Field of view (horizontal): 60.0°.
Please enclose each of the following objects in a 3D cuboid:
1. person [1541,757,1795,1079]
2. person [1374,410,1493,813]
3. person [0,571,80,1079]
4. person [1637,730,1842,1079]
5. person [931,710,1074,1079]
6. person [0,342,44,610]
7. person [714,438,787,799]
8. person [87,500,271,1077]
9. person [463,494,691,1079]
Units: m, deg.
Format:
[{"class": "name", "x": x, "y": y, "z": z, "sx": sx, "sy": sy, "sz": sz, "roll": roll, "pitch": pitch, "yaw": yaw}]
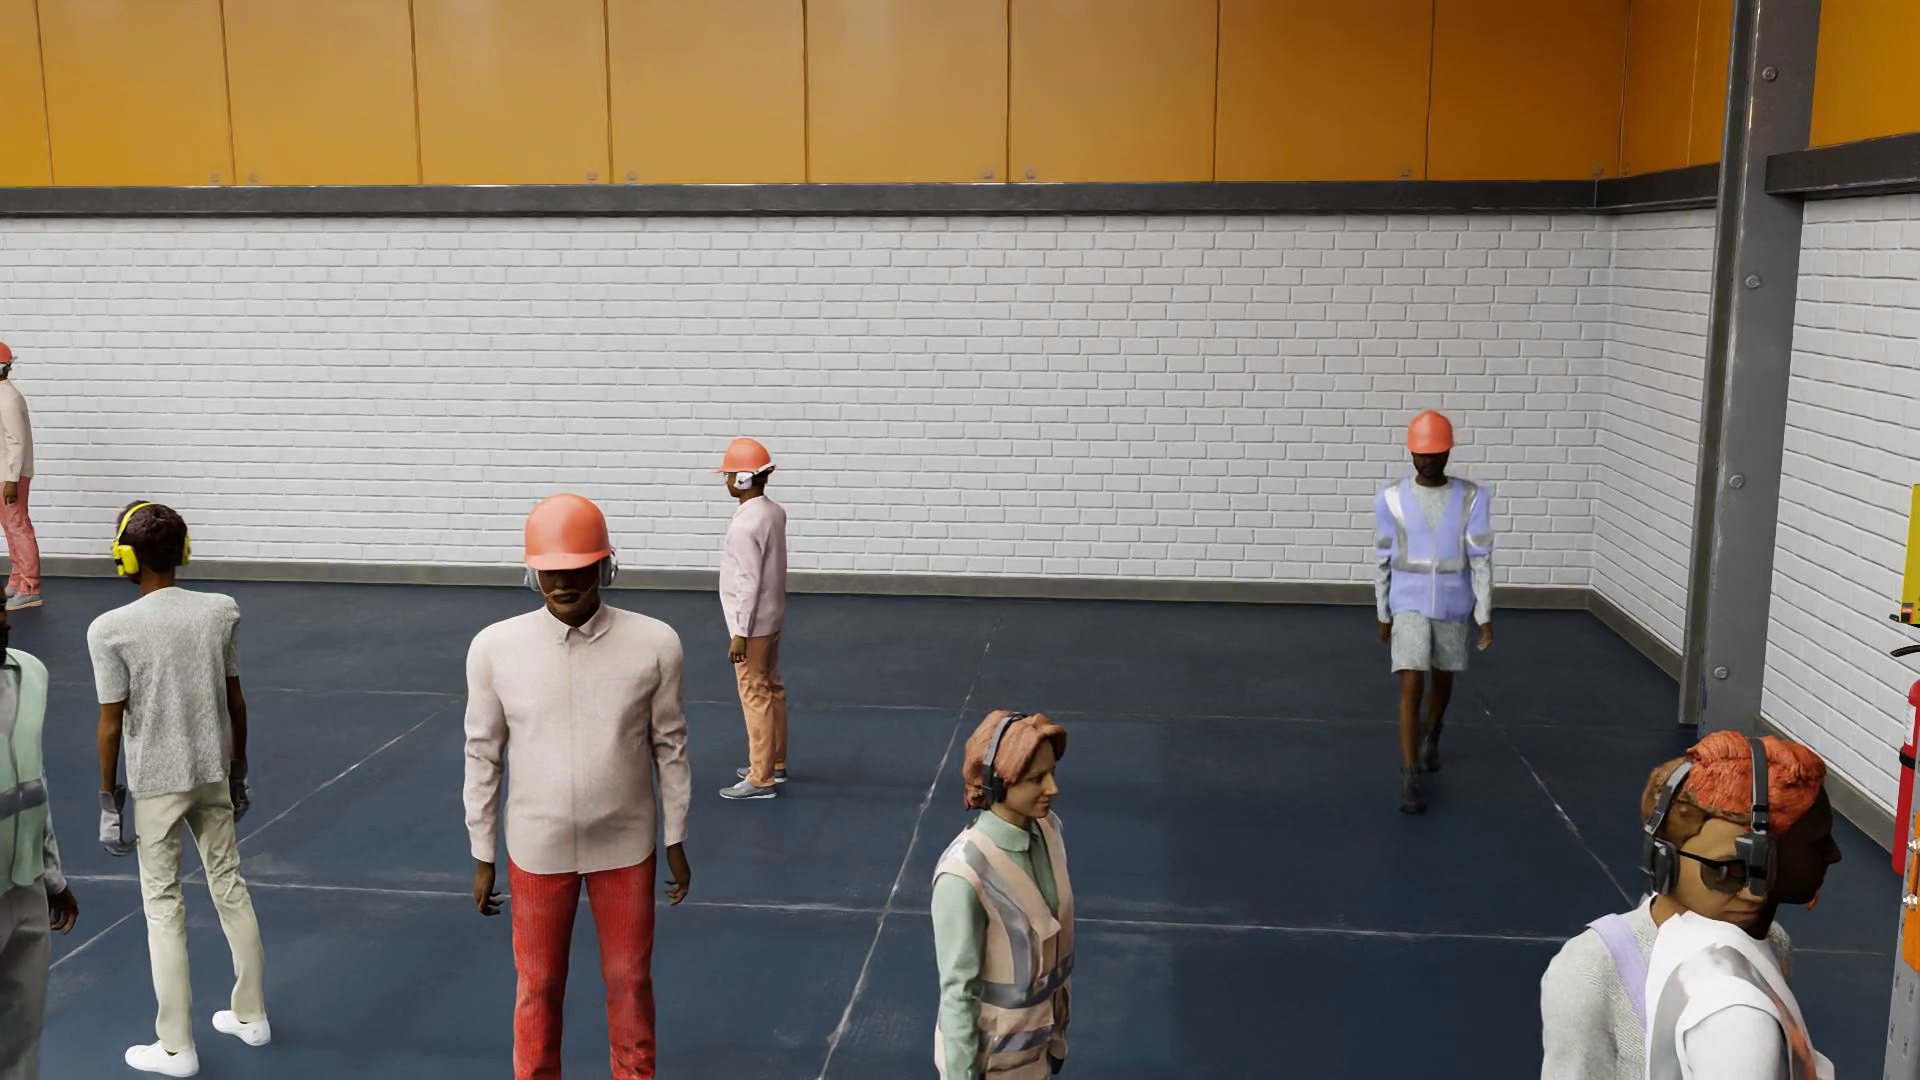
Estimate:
[{"class": "person", "x": 1.190, "y": 1.246, "z": 2.838, "sx": 0.517, "sy": 1.843, "sz": 0.325, "roll": -4, "pitch": 11, "yaw": -24}, {"class": "person", "x": 2.295, "y": 0.301, "z": 8.125, "sx": 0.562, "sy": 1.901, "sz": 0.963, "roll": 2, "pitch": 10, "yaw": 11}, {"class": "person", "x": -2.566, "y": 0.948, "z": 4.336, "sx": 0.374, "sy": 1.916, "sz": 0.596, "roll": 1, "pitch": 10, "yaw": 7}, {"class": "person", "x": 1.252, "y": 1.238, "z": 2.778, "sx": 0.356, "sy": 1.883, "sz": 0.573, "roll": 2, "pitch": 10, "yaw": 10}, {"class": "person", "x": 0.099, "y": 1.183, "z": 3.790, "sx": 0.311, "sy": 1.638, "sz": 0.521, "roll": 5, "pitch": 11, "yaw": 26}, {"class": "person", "x": -7.070, "y": -0.486, "z": 12.327, "sx": 0.381, "sy": 1.995, "sz": 0.611, "roll": -8, "pitch": 13, "yaw": -38}, {"class": "person", "x": -1.017, "y": 0.376, "z": 8.077, "sx": 0.333, "sy": 1.749, "sz": 0.575, "roll": 2, "pitch": 10, "yaw": 9}, {"class": "person", "x": -2.535, "y": 0.797, "z": 5.384, "sx": 0.327, "sy": 1.861, "sz": 0.507, "roll": 7, "pitch": 12, "yaw": 34}, {"class": "person", "x": -1.061, "y": 0.853, "z": 4.660, "sx": 0.622, "sy": 1.992, "sz": 0.394, "roll": -2, "pitch": 10, "yaw": -13}]
